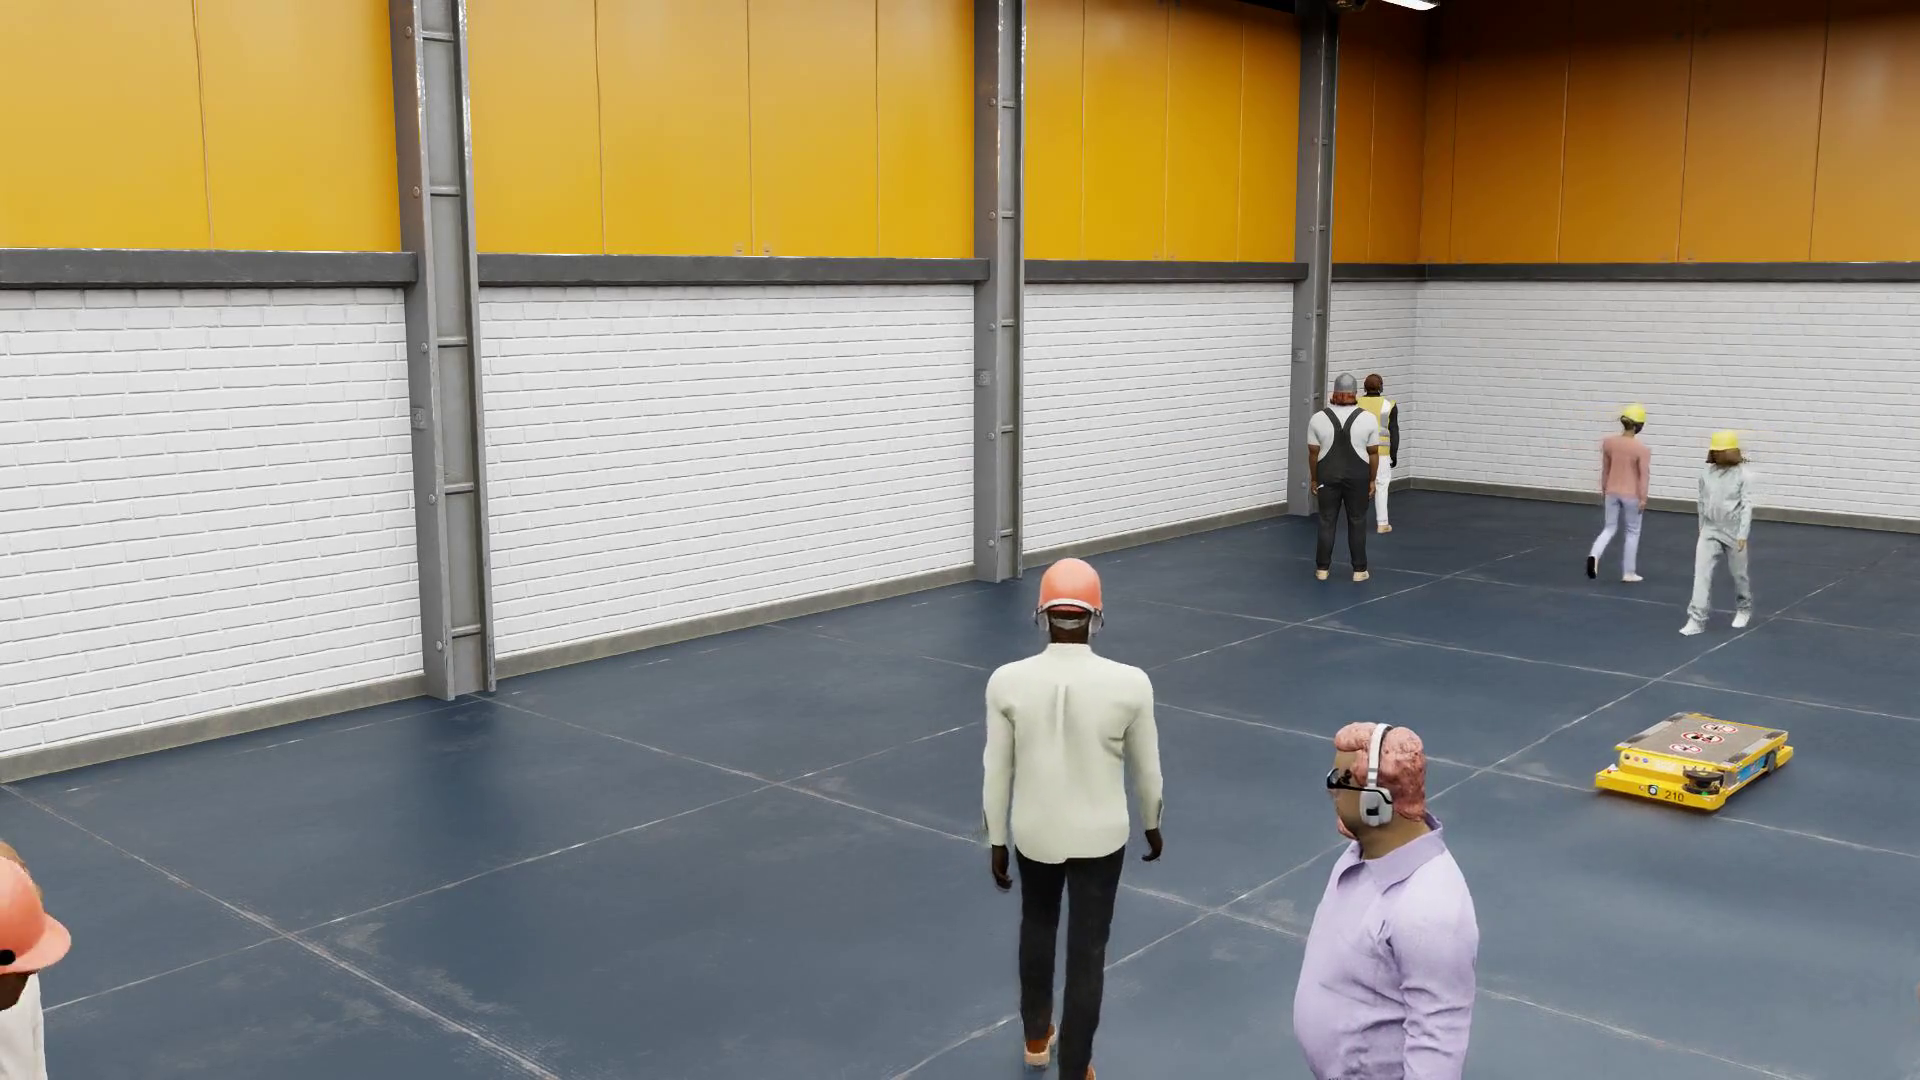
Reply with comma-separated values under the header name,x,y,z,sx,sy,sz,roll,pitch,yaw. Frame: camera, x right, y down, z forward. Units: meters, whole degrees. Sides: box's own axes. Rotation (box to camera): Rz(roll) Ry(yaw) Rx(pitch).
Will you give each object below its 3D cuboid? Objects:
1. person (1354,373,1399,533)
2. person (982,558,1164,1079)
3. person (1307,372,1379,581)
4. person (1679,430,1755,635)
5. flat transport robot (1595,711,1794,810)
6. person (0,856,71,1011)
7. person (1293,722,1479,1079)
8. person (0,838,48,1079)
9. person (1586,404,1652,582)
name,x,y,z,sx,sy,sz,roll,pitch,yaw
person,4.778,-1.004,19.281,0.625,1.847,0.429,5,10,27
person,0.435,1.032,6.101,0.627,1.972,0.728,2,9,13
person,3.747,-0.620,16.254,0.684,2.000,0.538,3,10,18
person,6.381,-0.073,13.872,0.879,1.702,0.500,-8,12,-40
flat transport robot,4.375,1.281,9.853,0.652,0.197,1.431,8,12,42
person,-2.035,1.538,3.113,0.698,1.944,0.812,7,11,38
person,1.021,1.381,4.117,0.401,1.904,0.646,0,9,1
person,-2.363,1.518,4.094,0.277,1.636,0.501,-6,11,-32
person,6.366,-0.437,16.018,0.626,1.745,0.532,-7,11,-36
